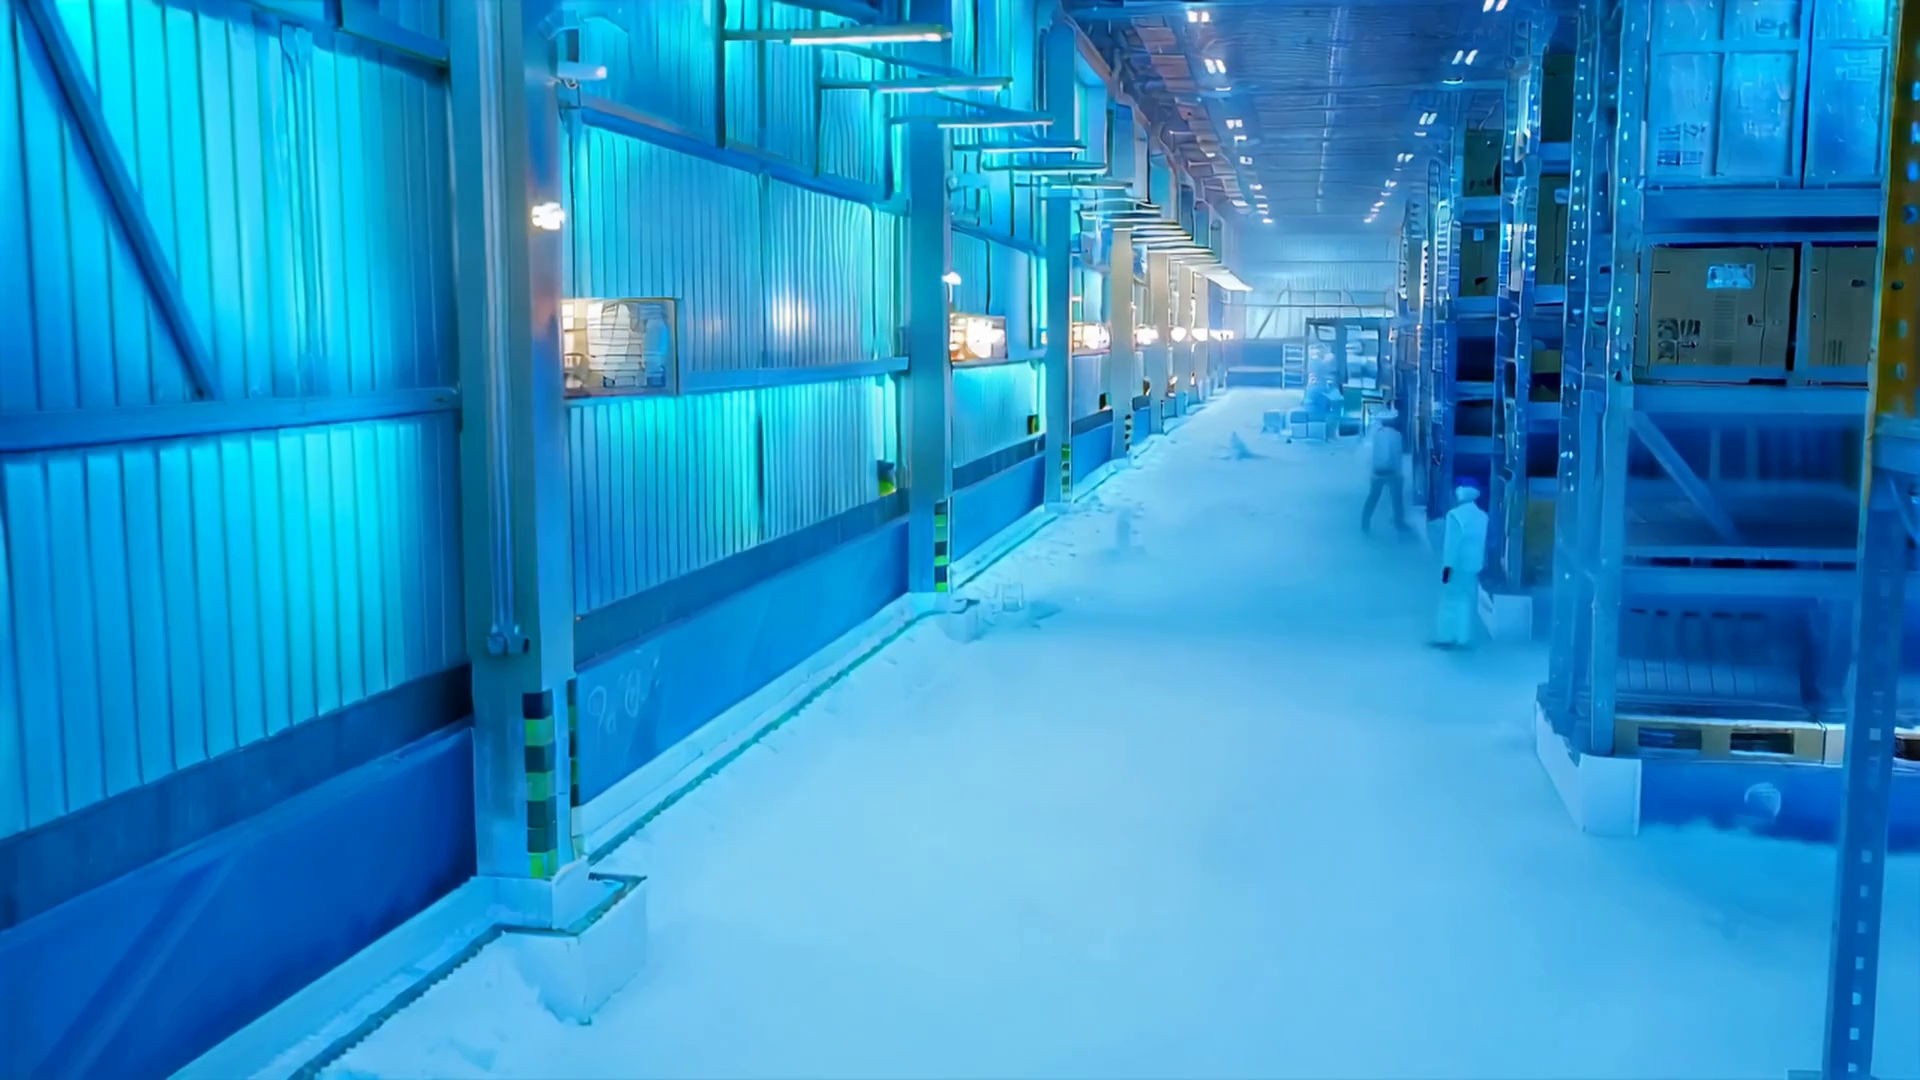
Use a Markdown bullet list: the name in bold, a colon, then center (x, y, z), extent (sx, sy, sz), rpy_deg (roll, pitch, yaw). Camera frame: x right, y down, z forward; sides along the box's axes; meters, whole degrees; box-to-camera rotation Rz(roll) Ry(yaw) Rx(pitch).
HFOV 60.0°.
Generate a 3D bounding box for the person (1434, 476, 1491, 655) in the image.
- **person**: center (4.828, 0.248, 16.036), extent (0.619, 1.708, 0.391), rpy_deg (-5, 9, -33)

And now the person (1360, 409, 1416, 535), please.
- **person**: center (6.573, -1.032, 25.421), extent (0.970, 1.925, 0.694), rpy_deg (-3, 8, -26)
